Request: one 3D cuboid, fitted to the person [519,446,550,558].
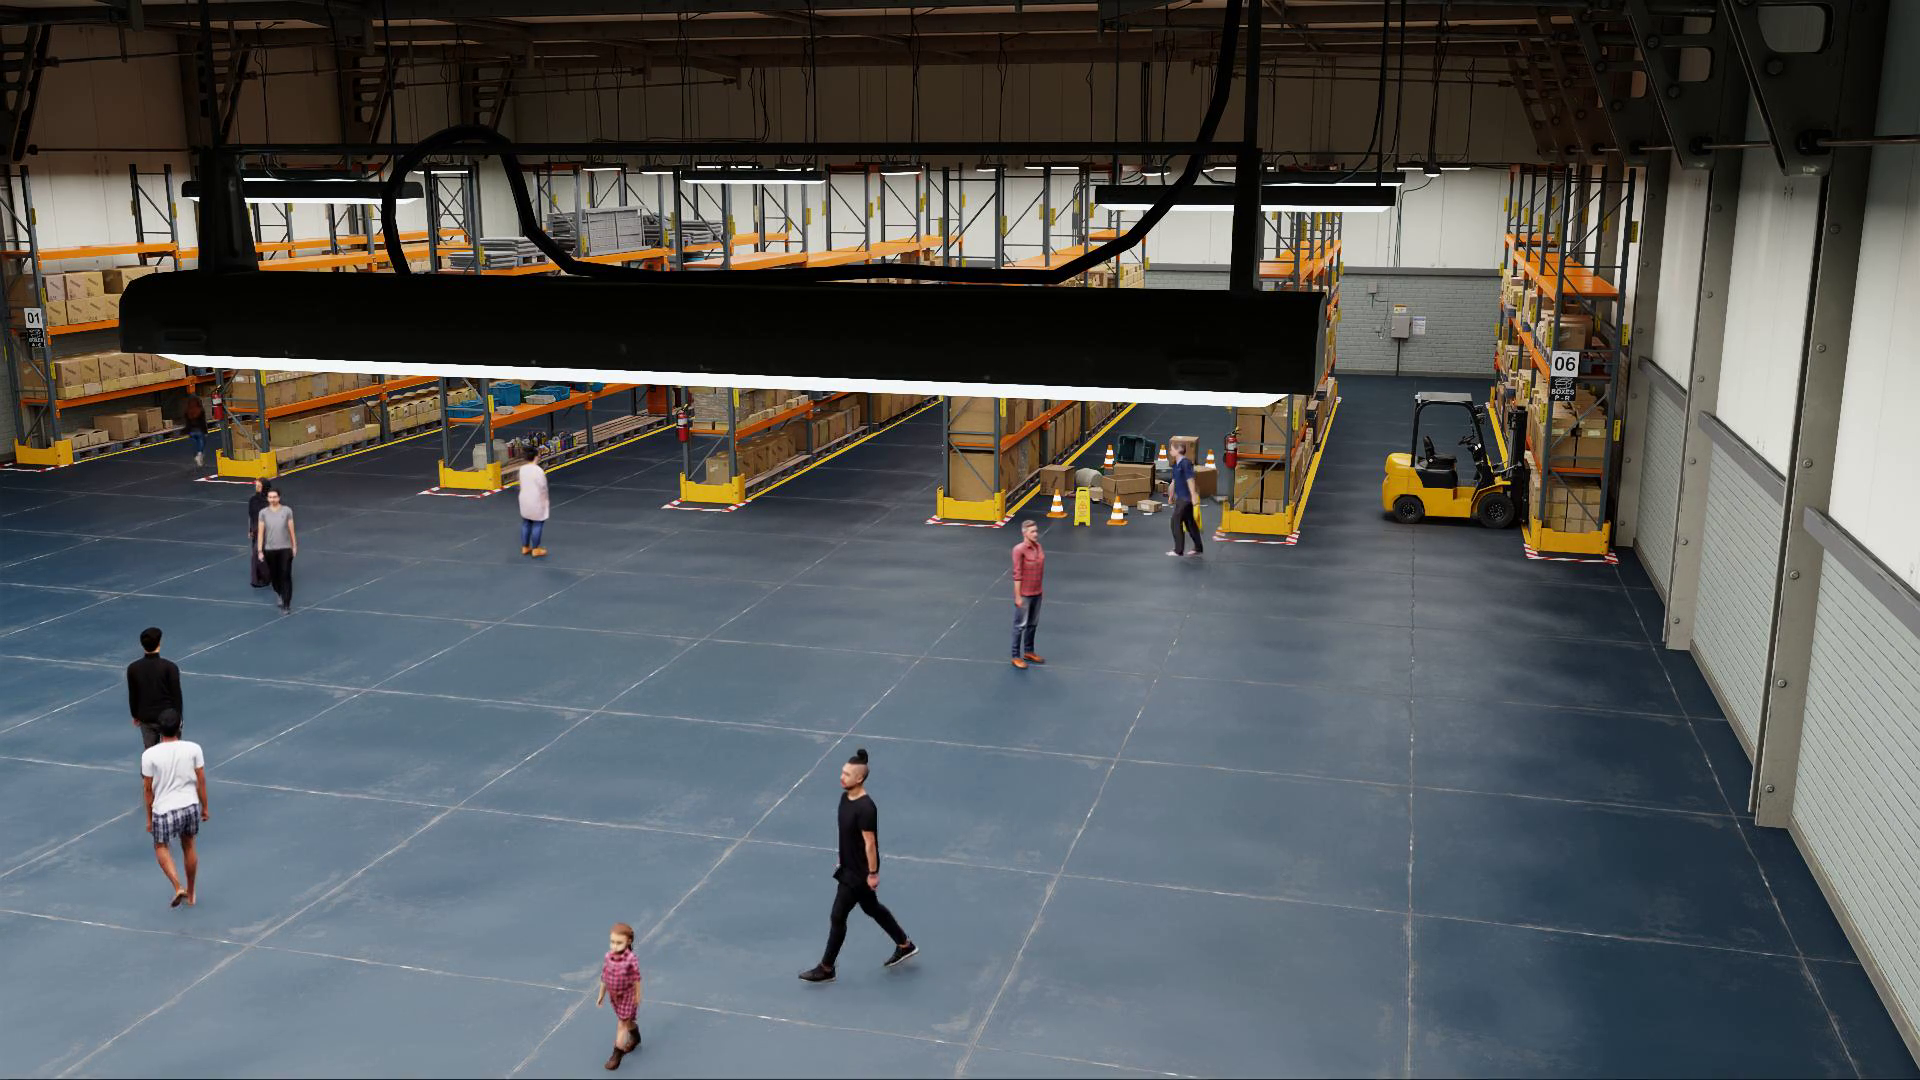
[{"bbox_3d":[-6.760,-0.611,26.229,0.755,1.737,0.739,9,16,33],"label":"person"}]

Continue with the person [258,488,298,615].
[{"bbox_3d":[-9.449,0.133,23.063,1.055,1.715,1.255,-4,14,-17],"label":"person"}]

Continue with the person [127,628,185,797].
[{"bbox_3d":[-7.852,1.717,16.252,0.890,1.703,1.082,-2,13,-7],"label":"person"}]

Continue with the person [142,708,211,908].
[{"bbox_3d":[-6.510,2.275,13.823,0.826,1.712,0.888,-9,16,-34],"label":"person"}]

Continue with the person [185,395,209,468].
[{"bbox_3d":[-15.422,-2.174,33.572,0.741,1.469,0.895,-2,13,-8],"label":"person"}]

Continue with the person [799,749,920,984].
[{"bbox_3d":[-0.700,2.482,12.686,1.161,1.820,1.234,-4,14,-18],"label":"person"}]

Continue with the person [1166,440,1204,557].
[{"bbox_3d":[3.614,-0.624,26.104,0.941,1.819,0.926,-4,14,-17],"label":"person"}]

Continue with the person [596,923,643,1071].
[{"bbox_3d":[-2.341,3.144,11.640,0.470,1.002,0.743,5,14,20],"label":"person"}]

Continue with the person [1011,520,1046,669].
[{"bbox_3d":[0.836,0.640,20.622,0.821,1.830,0.674,11,17,41],"label":"person"}]
